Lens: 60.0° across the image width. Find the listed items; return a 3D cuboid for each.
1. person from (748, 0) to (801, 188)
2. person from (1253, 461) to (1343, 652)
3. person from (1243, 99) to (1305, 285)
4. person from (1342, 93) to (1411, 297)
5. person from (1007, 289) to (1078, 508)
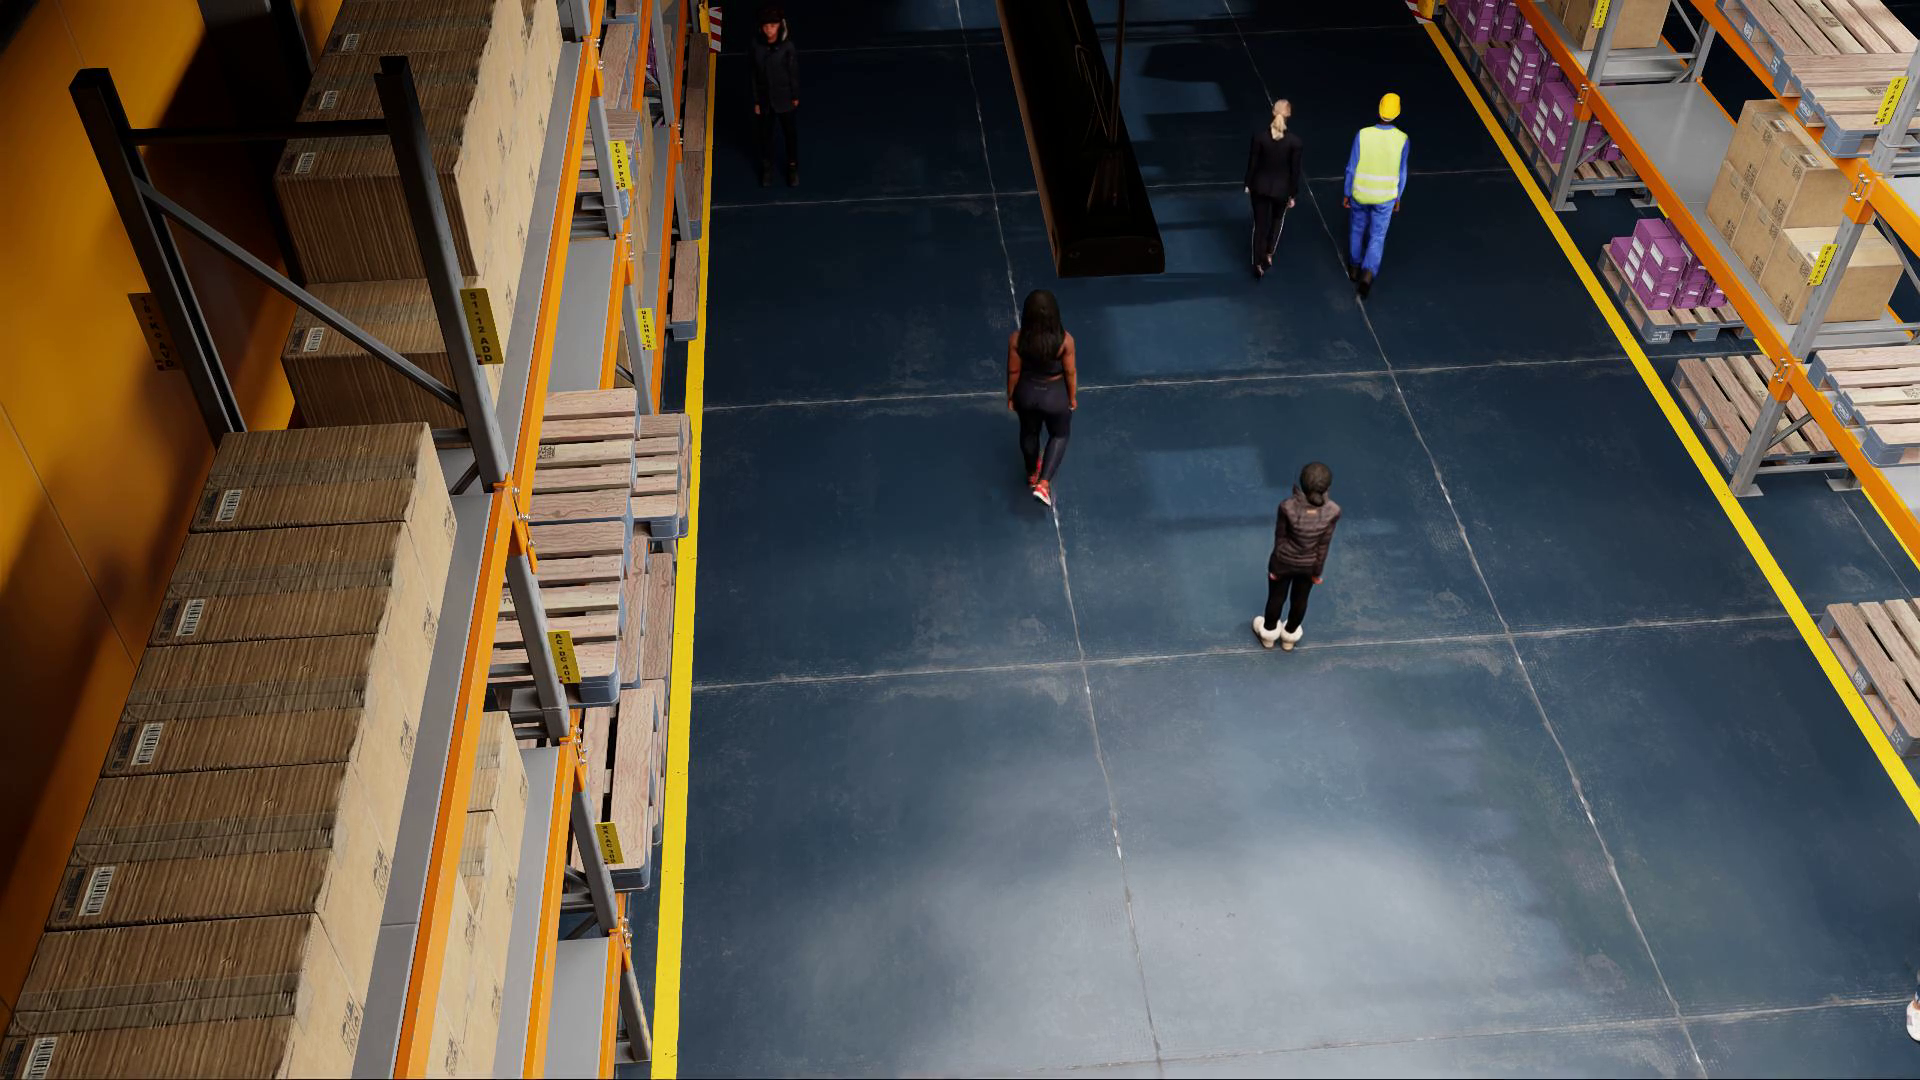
[{"bbox_3d":[-1.710,-4.118,15.348,0.649,1.774,0.623,2,44,3],"label":"person"},{"bbox_3d":[2.222,0.138,10.960,0.586,1.666,0.649,0,44,0],"label":"person"},{"bbox_3d":[2.629,-2.911,14.138,0.724,1.695,0.727,10,45,10],"label":"person"},{"bbox_3d":[3.475,-2.879,14.033,0.836,1.795,1.058,7,44,8],"label":"person"},{"bbox_3d":[0.584,-0.988,12.043,0.850,1.801,1.015,9,44,9],"label":"person"}]
